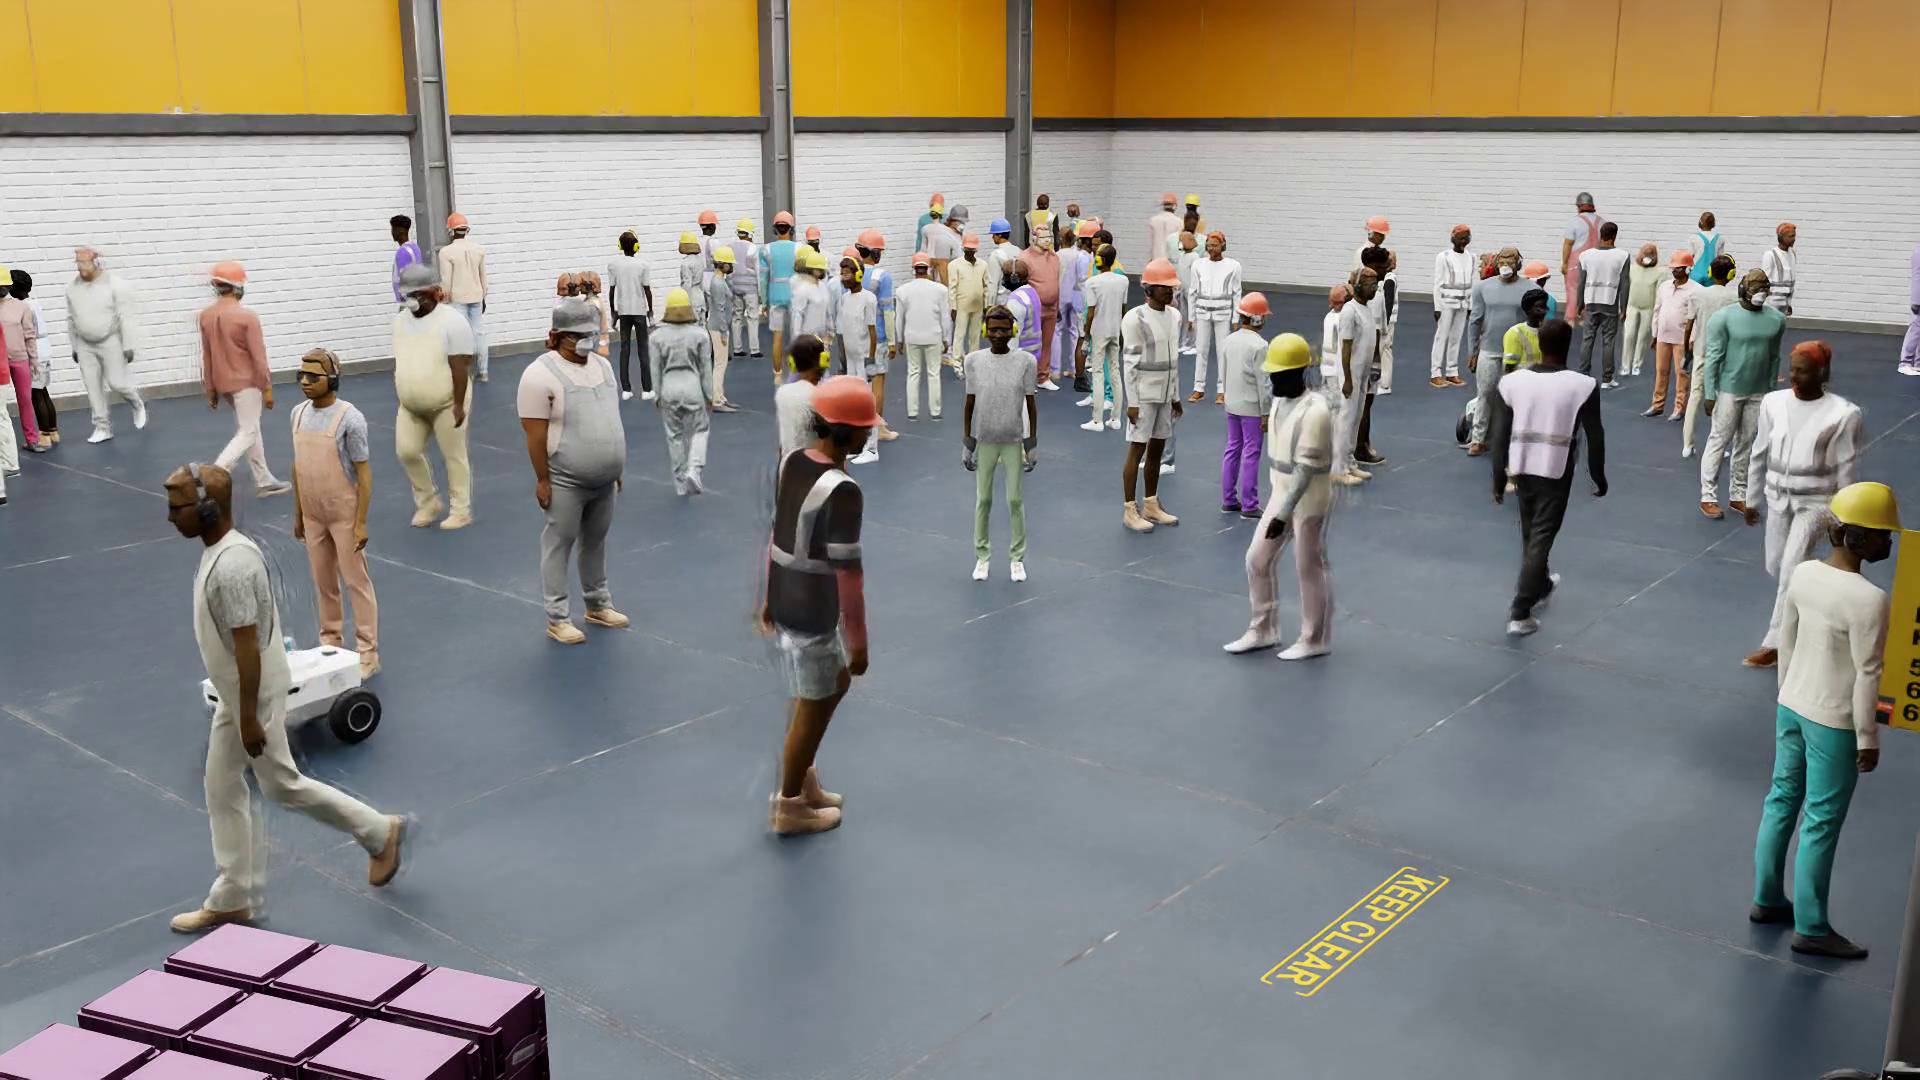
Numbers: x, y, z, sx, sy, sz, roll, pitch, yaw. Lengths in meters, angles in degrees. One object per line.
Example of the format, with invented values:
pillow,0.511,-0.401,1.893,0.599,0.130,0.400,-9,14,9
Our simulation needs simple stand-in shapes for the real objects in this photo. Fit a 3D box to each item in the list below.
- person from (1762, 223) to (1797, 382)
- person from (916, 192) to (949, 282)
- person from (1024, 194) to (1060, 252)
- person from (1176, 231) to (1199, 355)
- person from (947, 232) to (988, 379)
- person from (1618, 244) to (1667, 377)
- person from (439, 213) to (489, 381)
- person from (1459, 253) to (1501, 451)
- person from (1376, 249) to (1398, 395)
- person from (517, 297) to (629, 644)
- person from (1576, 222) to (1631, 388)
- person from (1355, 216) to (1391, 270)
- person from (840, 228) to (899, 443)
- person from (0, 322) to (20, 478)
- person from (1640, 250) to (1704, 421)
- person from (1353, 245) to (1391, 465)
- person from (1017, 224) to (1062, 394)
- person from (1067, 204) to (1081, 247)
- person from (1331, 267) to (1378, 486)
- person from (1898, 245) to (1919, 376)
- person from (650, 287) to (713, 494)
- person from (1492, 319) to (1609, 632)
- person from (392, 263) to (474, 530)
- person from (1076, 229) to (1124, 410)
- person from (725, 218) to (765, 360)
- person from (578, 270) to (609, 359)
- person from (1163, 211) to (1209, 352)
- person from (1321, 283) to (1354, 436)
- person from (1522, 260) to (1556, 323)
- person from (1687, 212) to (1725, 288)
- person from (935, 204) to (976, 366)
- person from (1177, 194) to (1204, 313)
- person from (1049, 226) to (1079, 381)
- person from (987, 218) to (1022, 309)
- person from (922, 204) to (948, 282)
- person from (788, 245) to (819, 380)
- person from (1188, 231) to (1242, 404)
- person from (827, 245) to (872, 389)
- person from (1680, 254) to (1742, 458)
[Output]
person,9.657,-2.796,19.665,0.586,1.882,0.340,-10,17,-34
person,-0.387,-4.749,27.365,0.651,1.945,0.953,2,14,7
person,1.418,-4.992,28.523,0.633,1.842,0.429,5,15,18
person,3.036,-3.286,22.156,0.302,1.626,0.500,-5,15,-17
person,0.115,-2.819,20.026,0.563,1.750,0.322,-9,17,-33
person,8.213,-2.756,20.061,0.513,1.597,0.722,6,15,23
person,-5.858,-2.846,19.638,0.379,1.995,0.610,12,18,39
person,4.960,-1.755,15.577,0.389,1.847,0.563,9,17,32
person,4.796,-2.464,18.834,0.307,1.640,0.518,1,14,5
person,-2.231,-0.424,9.870,0.536,2.000,0.684,9,17,32
person,7.448,-2.720,19.302,0.587,1.914,0.392,10,17,34
person,4.766,-2.759,19.317,0.406,1.980,0.622,9,17,32
person,-0.853,-1.962,16.008,0.615,2.041,0.376,10,17,35
person,-8.434,-1.406,14.409,0.350,1.739,0.574,-11,18,-38
person,7.384,-2.112,17.193,0.325,1.752,0.559,-9,17,-31
person,3.660,-1.665,14.977,0.361,1.964,0.616,-2,14,-6
person,0.924,-2.634,18.971,0.652,1.906,0.404,-12,18,-40
person,2.030,-5.128,29.502,0.312,1.634,0.514,3,14,13
person,3.366,-1.393,14.136,0.329,1.844,0.517,8,16,30
person,11.827,-2.948,20.261,0.645,1.896,0.404,-8,16,-30
person,-2.268,-1.194,13.580,0.497,1.725,0.544,-1,14,-4
person,3.602,-0.412,10.175,0.609,1.868,1.018,12,18,39
person,-3.957,-1.071,12.452,0.700,2.000,0.539,4,15,15
person,1.534,-2.360,17.851,0.392,1.920,0.593,-8,16,-28
person,-2.781,-3.256,21.629,0.595,1.825,0.403,7,16,26
person,-3.553,-1.791,16.144,0.306,1.639,0.523,-3,14,-11
person,3.022,-3.475,22.372,0.635,1.882,0.424,3,14,11
person,3.370,-1.463,14.839,0.309,1.639,0.515,-2,14,-8
person,5.451,-1.786,15.893,0.342,1.749,0.570,11,18,38
person,10.276,-3.613,23.038,0.501,1.839,0.341,0,14,0
person,-0.010,-3.250,21.162,0.536,2.000,0.688,7,16,25
person,3.681,-4.587,26.742,0.373,1.925,0.606,-14,19,-43
person,1.268,-2.822,19.881,0.518,1.834,0.347,-7,16,-25
person,0.514,-2.825,19.675,0.416,1.939,0.605,10,17,36
person,-0.371,-4.523,26.826,0.526,1.758,0.339,9,17,32
person,-1.654,-2.315,18.025,0.290,1.746,0.484,8,16,29
person,2.778,-2.432,18.211,0.585,1.882,0.337,6,15,23
person,-1.135,-2.270,17.829,0.563,1.750,0.332,4,15,15
person,6.867,-1.668,15.190,0.534,1.868,0.310,11,18,38
